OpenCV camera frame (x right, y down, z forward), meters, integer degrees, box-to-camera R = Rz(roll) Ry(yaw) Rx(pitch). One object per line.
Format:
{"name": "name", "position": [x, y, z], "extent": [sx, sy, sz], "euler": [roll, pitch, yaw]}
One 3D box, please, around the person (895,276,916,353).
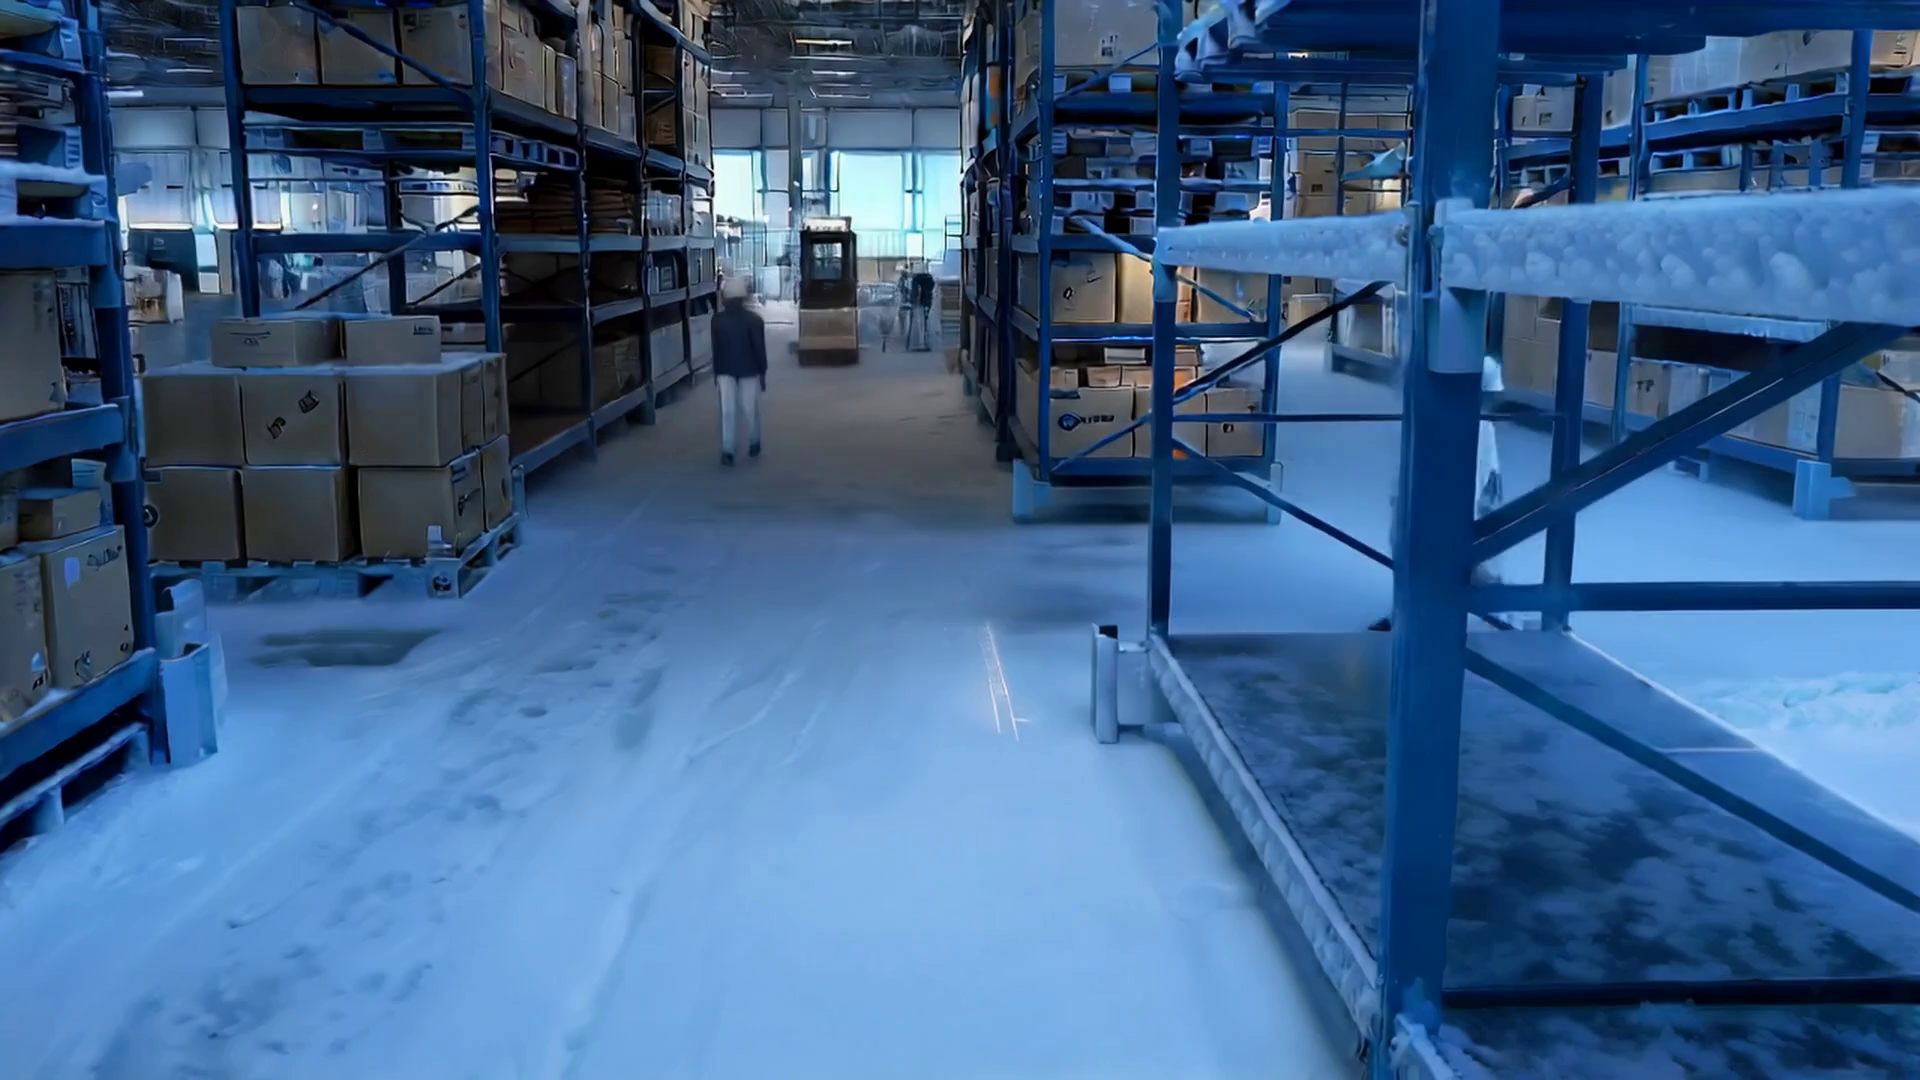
{"name": "person", "position": [-1.092, -4.777, 35.233], "extent": [0.544, 1.618, 0.411], "euler": [0, 10, -3]}

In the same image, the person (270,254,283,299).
{"name": "person", "position": [-27.788, -10.702, 67.637], "extent": [0.429, 1.841, 0.633], "euler": [-1, 10, -4]}

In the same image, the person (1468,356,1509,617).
{"name": "person", "position": [2.736, -0.121, 8.975], "extent": [0.433, 1.742, 0.539], "euler": [6, 12, 32]}

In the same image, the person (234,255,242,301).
{"name": "person", "position": [-28.444, -10.343, 65.653], "extent": [0.913, 1.830, 0.554], "euler": [3, 11, 18]}

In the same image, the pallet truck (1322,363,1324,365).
{"name": "pallet truck", "position": [7.712, -4.157, 30.737], "extent": [1.885, 1.965, 0.823], "euler": [3, 11, 16]}

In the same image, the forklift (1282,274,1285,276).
{"name": "forklift", "position": [12.244, -10.301, 62.506], "extent": [1.129, 2.768, 1.873], "euler": [0, 10, -2]}

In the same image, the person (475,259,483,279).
{"name": "person", "position": [-16.778, -9.121, 58.619], "extent": [0.585, 1.921, 0.389], "euler": [-6, 12, -30]}

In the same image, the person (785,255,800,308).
{"name": "person", "position": [-5.925, -9.213, 59.217], "extent": [0.595, 1.887, 0.968], "euler": [2, 10, 12]}

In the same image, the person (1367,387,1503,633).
{"name": "person", "position": [2.879, -0.372, 9.959], "extent": [0.764, 1.893, 0.638], "euler": [-5, 11, -24]}

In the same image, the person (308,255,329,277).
{"name": "person", "position": [-20.451, -8.137, 53.072], "extent": [0.635, 1.937, 0.352], "euler": [-4, 11, -21]}

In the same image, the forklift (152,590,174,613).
{"name": "forklift", "position": [-5.858, -0.811, 9.639], "extent": [1.873, 2.768, 1.129], "euler": [-1, 10, -3]}

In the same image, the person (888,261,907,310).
{"name": "person", "position": [-1.687, -6.694, 45.371], "extent": [0.470, 1.820, 0.635], "euler": [-7, 12, -33]}

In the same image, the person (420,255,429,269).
{"name": "person", "position": [-17.812, -8.526, 55.394], "extent": [0.338, 1.882, 0.583], "euler": [-3, 11, -17]}

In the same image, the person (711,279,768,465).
{"name": "person", "position": [-2.343, -1.814, 17.804], "extent": [0.624, 1.962, 0.963], "euler": [2, 10, 9]}

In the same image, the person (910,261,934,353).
{"name": "person", "position": [-0.810, -4.913, 35.132], "extent": [0.370, 1.934, 0.627], "euler": [8, 13, 37]}

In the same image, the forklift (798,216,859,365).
{"name": "forklift", "position": [-2.528, -4.790, 31.802], "extent": [1.129, 2.768, 1.873], "euler": [0, 10, -2]}

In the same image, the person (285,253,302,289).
{"name": "person", "position": [-27.306, -10.807, 68.144], "extent": [0.631, 1.867, 0.595], "euler": [-6, 12, -30]}
